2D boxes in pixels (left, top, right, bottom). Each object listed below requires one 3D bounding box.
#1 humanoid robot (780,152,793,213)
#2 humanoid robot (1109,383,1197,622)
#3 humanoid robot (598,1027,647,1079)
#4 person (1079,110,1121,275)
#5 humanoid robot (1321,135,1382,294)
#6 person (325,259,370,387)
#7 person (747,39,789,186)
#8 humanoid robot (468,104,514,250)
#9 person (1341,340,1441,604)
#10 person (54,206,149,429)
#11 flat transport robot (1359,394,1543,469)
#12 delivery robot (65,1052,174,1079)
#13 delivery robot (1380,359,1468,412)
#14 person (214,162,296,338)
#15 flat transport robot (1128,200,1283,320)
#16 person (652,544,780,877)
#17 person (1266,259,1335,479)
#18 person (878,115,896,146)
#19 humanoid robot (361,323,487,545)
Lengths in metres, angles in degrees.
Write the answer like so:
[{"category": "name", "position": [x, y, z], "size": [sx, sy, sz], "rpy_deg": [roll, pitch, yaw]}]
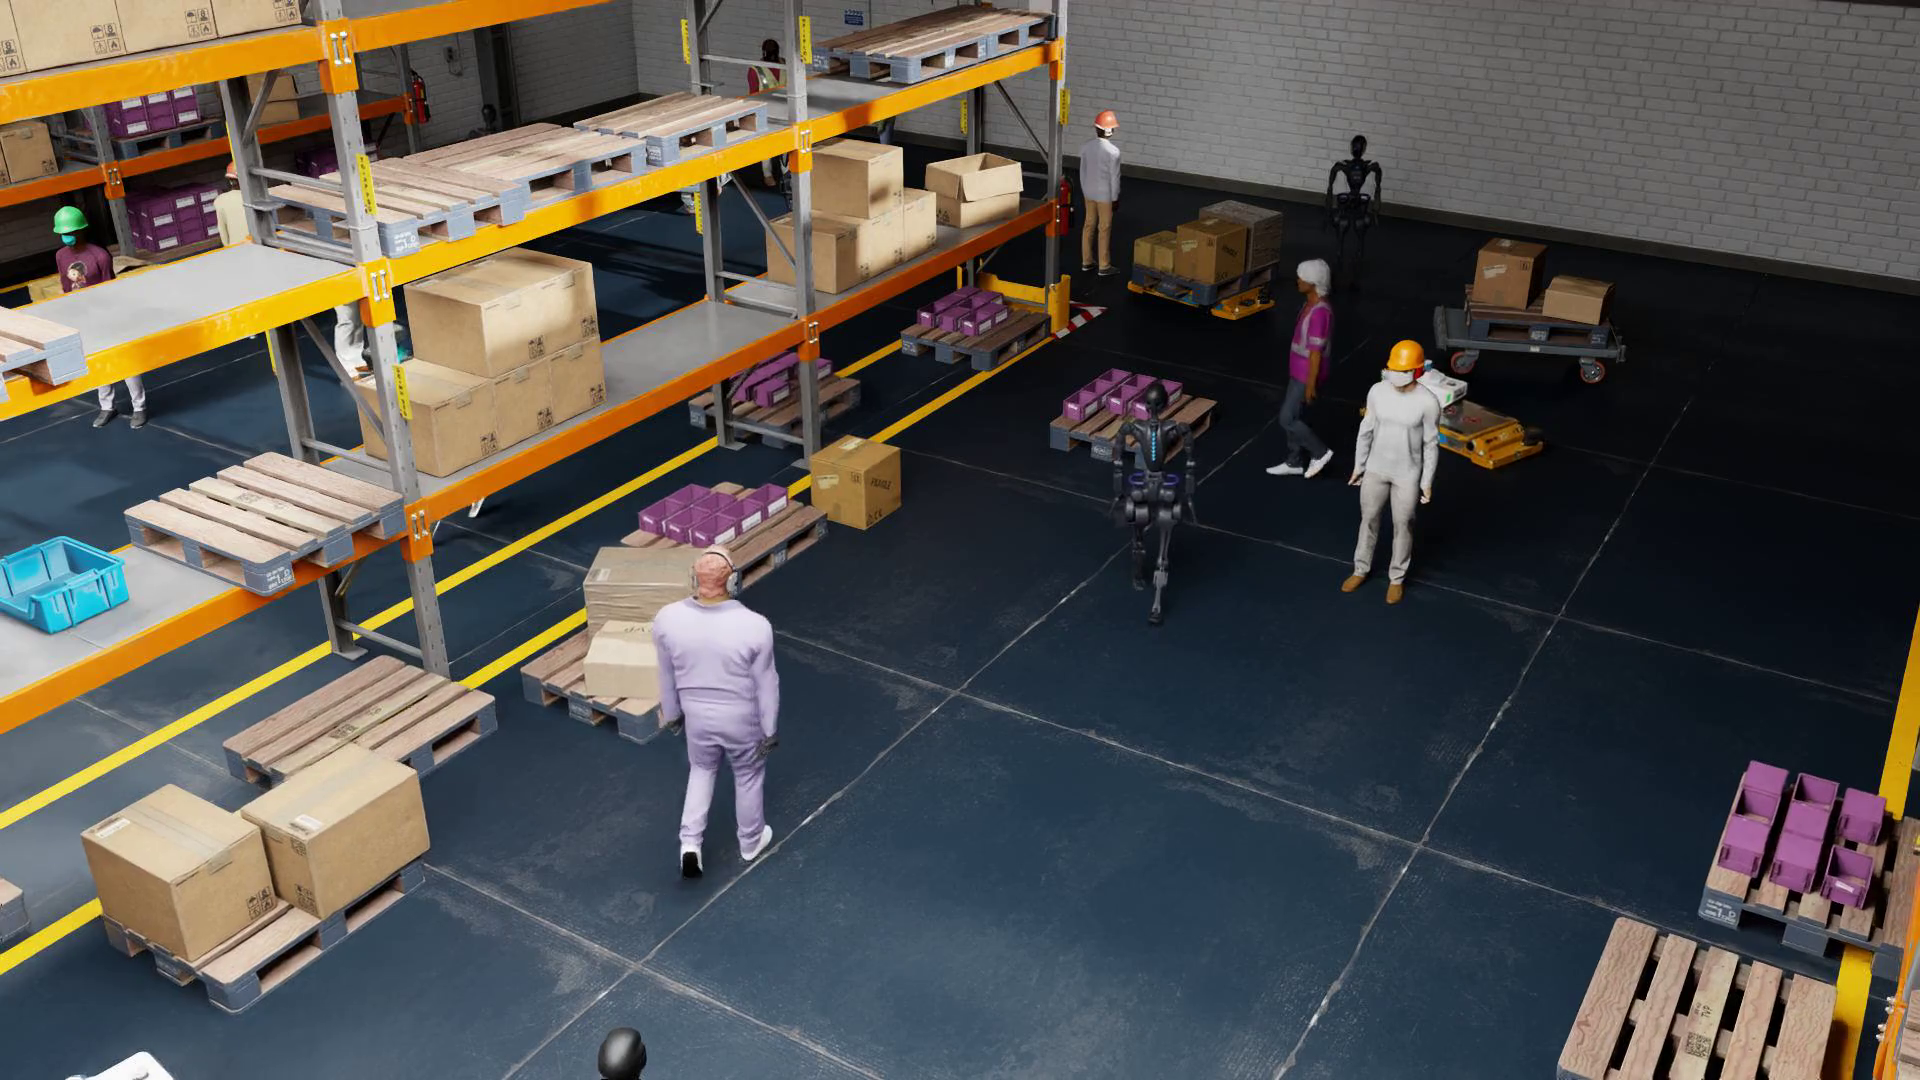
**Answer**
[{"category": "humanoid robot", "position": [-1.665, -3.177, 16.886], "size": [0.315, 1.657, 0.599], "rpy_deg": [-3, 27, -7]}, {"category": "humanoid robot", "position": [1.314, -0.294, 11.273], "size": [0.600, 1.622, 0.789], "rpy_deg": [4, 27, 8]}, {"category": "humanoid robot", "position": [-1.120, 2.401, 5.915], "size": [0.599, 1.640, 0.600], "rpy_deg": [-2, 27, -5]}, {"category": "person", "position": [1.531, -3.748, 17.940], "size": [0.338, 1.752, 0.563], "rpy_deg": [-20, 33, -34]}, {"category": "humanoid robot", "position": [4.094, -3.404, 17.358], "size": [0.609, 1.649, 0.309], "rpy_deg": [3, 27, 6]}, {"category": "person", "position": [-5.486, -2.332, 14.975], "size": [0.391, 1.927, 0.641], "rpy_deg": [1, 27, 1]}, {"category": "person", "position": [-2.374, -5.461, 21.237], "size": [0.633, 1.832, 0.429], "rpy_deg": [-18, 32, -31]}, {"category": "humanoid robot", "position": [-5.207, -4.030, 18.607], "size": [0.589, 1.639, 0.629], "rpy_deg": [-6, 28, -12]}, {"category": "person", "position": [2.952, -0.466, 11.323], "size": [0.563, 1.895, 0.378], "rpy_deg": [16, 31, 29]}, {"category": "person", "position": [-7.287, -1.877, 14.056], "size": [0.487, 1.942, 0.436], "rpy_deg": [3, 27, 5]}, {"category": "flat transport robot", "position": [4.163, -0.986, 14.140], "size": [0.659, 0.231, 1.431], "rpy_deg": [-18, 32, -31]}, {"category": "delivery robot", "position": [-3.661, 2.506, 6.939], "size": [0.499, 0.591, 0.781], "rpy_deg": [21, 34, 36]}, {"category": "delivery robot", "position": [3.987, -1.270, 14.388], "size": [0.802, 0.598, 0.499], "rpy_deg": [24, 35, 39]}, {"category": "person", "position": [-6.834, -2.808, 16.092], "size": [0.572, 1.746, 0.344], "rpy_deg": [6, 27, 11]}, {"category": "flat transport robot", "position": [2.504, -2.601, 17.323], "size": [0.659, 0.231, 1.431], "rpy_deg": [-24, 35, -38]}, {"category": "person", "position": [-1.250, 0.926, 8.592], "size": [0.648, 1.889, 0.601], "rpy_deg": [7, 28, 13]}, {"category": "person", "position": [2.702, -1.310, 13.049], "size": [0.424, 1.825, 0.554], "rpy_deg": [1, 27, 3]}, {"category": "person", "position": [-0.954, -5.315, 21.159], "size": [0.279, 1.632, 0.506], "rpy_deg": [4, 27, 8]}, {"category": "humanoid robot", "position": [-3.828, -0.840, 12.289], "size": [0.545, 1.760, 1.029], "rpy_deg": [15, 31, 27]}]
